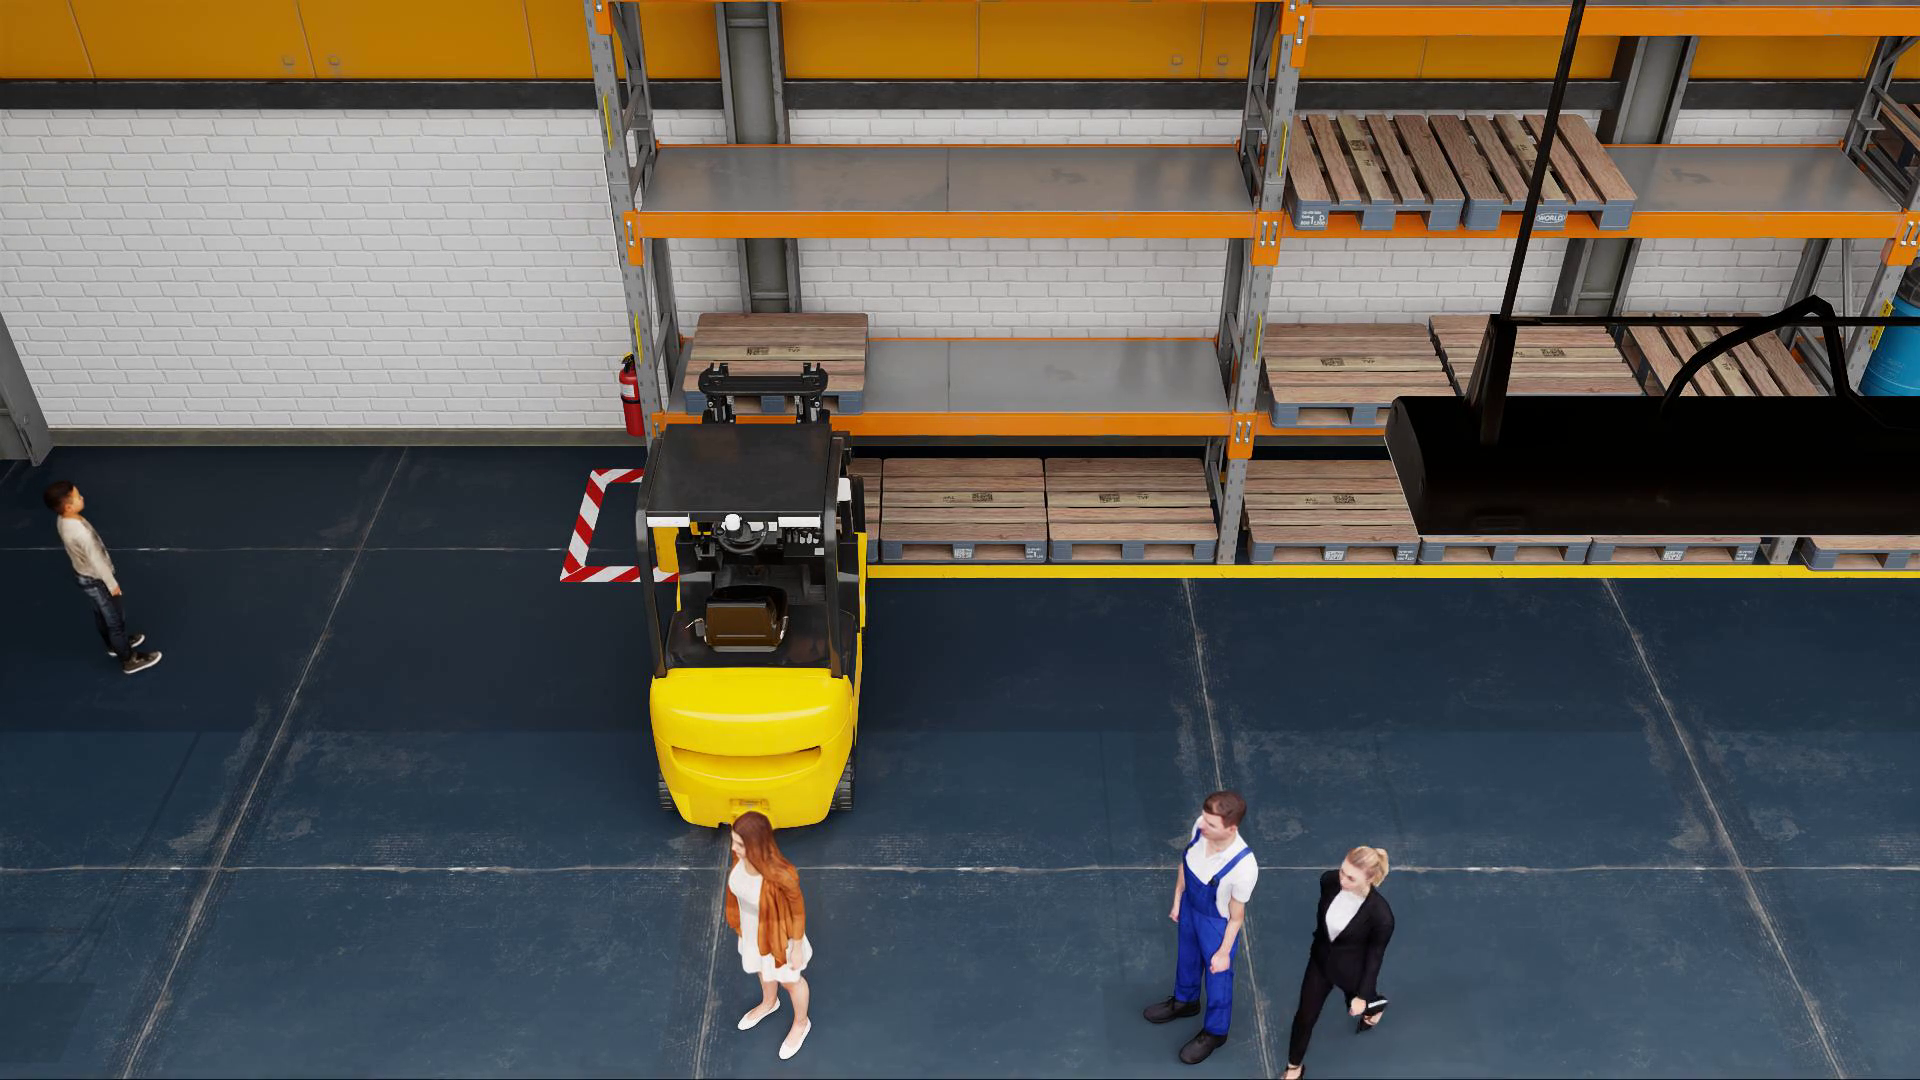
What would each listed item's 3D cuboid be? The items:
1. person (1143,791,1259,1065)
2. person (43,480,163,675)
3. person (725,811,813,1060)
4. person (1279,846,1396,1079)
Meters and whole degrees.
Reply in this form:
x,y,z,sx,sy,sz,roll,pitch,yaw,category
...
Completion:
x,y,z,sx,sy,sz,roll,pitch,yaw,category
1.261,1.908,8.365,0.726,1.851,0.716,-19,42,-22,person
-5.614,0.234,10.773,0.694,1.462,0.637,-32,48,-33,person
-0.959,1.956,8.409,0.702,1.720,0.784,26,45,29,person
1.962,2.104,8.264,1.141,1.670,1.051,-30,47,-32,person
